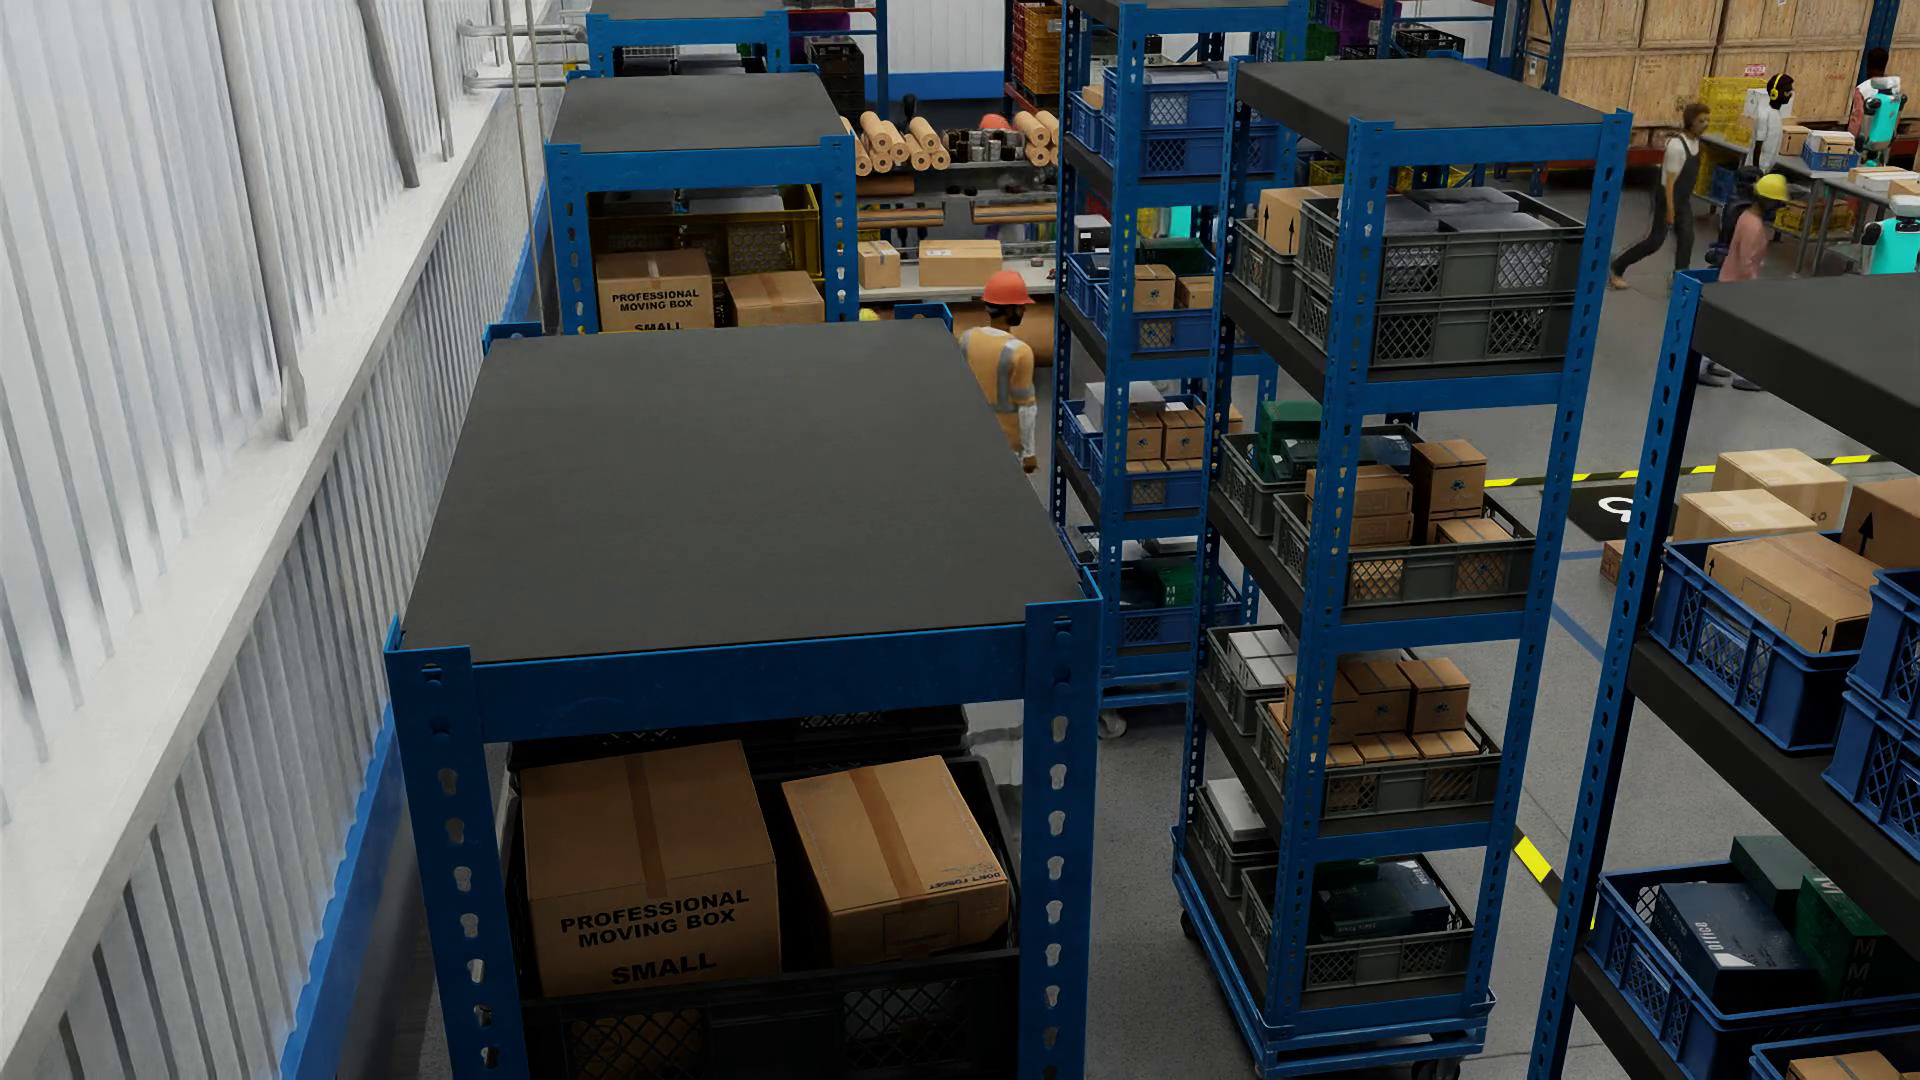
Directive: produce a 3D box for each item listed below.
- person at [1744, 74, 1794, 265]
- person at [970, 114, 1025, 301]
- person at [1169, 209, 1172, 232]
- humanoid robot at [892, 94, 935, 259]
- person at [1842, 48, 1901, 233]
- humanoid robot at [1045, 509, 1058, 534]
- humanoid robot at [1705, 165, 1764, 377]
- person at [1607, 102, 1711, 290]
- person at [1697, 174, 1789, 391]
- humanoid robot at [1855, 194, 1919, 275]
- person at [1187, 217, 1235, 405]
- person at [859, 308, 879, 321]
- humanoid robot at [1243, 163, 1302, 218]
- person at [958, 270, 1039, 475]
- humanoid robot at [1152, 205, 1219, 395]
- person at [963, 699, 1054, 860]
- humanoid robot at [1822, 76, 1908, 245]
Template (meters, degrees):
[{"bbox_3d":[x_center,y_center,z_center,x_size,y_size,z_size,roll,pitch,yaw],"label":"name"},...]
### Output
[{"bbox_3d":[7.777,-3.556,16.112,0.329,1.873,0.511,17,30,33],"label":"person"},{"bbox_3d":[0.220,-2.441,13.534,1.012,1.996,0.611,-2,25,-4],"label":"person"},{"bbox_3d":[1.746,-2.307,13.442,0.741,1.844,0.515,14,28,28],"label":"person"},{"bbox_3d":[-0.498,-3.534,16.295,0.602,1.644,0.378,-2,25,-5],"label":"humanoid robot"},{"bbox_3d":[9.410,-4.132,17.315,0.587,1.913,0.392,-12,27,-25],"label":"person"},{"bbox_3d":[0.230,0.379,7.792,0.593,1.647,0.327,-9,26,-19],"label":"humanoid robot"},{"bbox_3d":[6.142,-2.163,13.298,0.315,1.657,0.599,1,25,2],"label":"humanoid robot"},{"bbox_3d":[6.450,-3.091,15.171,0.521,1.810,0.864,-20,32,-37],"label":"person"},{"bbox_3d":[6.075,-1.963,12.815,0.594,1.728,0.573,6,25,13],"label":"person"},{"bbox_3d":[6.624,-1.539,11.726,0.533,1.677,0.735,1,25,2],"label":"humanoid robot"},{"bbox_3d":[1.678,-1.240,11.101,0.385,1.849,0.596,-4,25,-10],"label":"person"},{"bbox_3d":[-0.588,-0.518,9.729,0.484,1.676,0.972,2,25,4],"label":"person"},{"bbox_3d":[2.725,-2.762,14.618,0.612,1.651,0.340,10,27,21],"label":"humanoid robot"},{"bbox_3d":[0.237,-0.610,9.631,0.547,1.933,0.371,22,33,39],"label":"person"},{"bbox_3d":[1.608,-1.938,12.833,0.541,1.831,0.782,18,30,34],"label":"humanoid robot"},{"bbox_3d":[0.092,0.902,6.450,0.568,1.843,0.373,-7,26,-14],"label":"person"},{"bbox_3d":[8.978,-3.770,16.766,0.536,1.836,0.679,-13,28,-26],"label":"humanoid robot"}]
